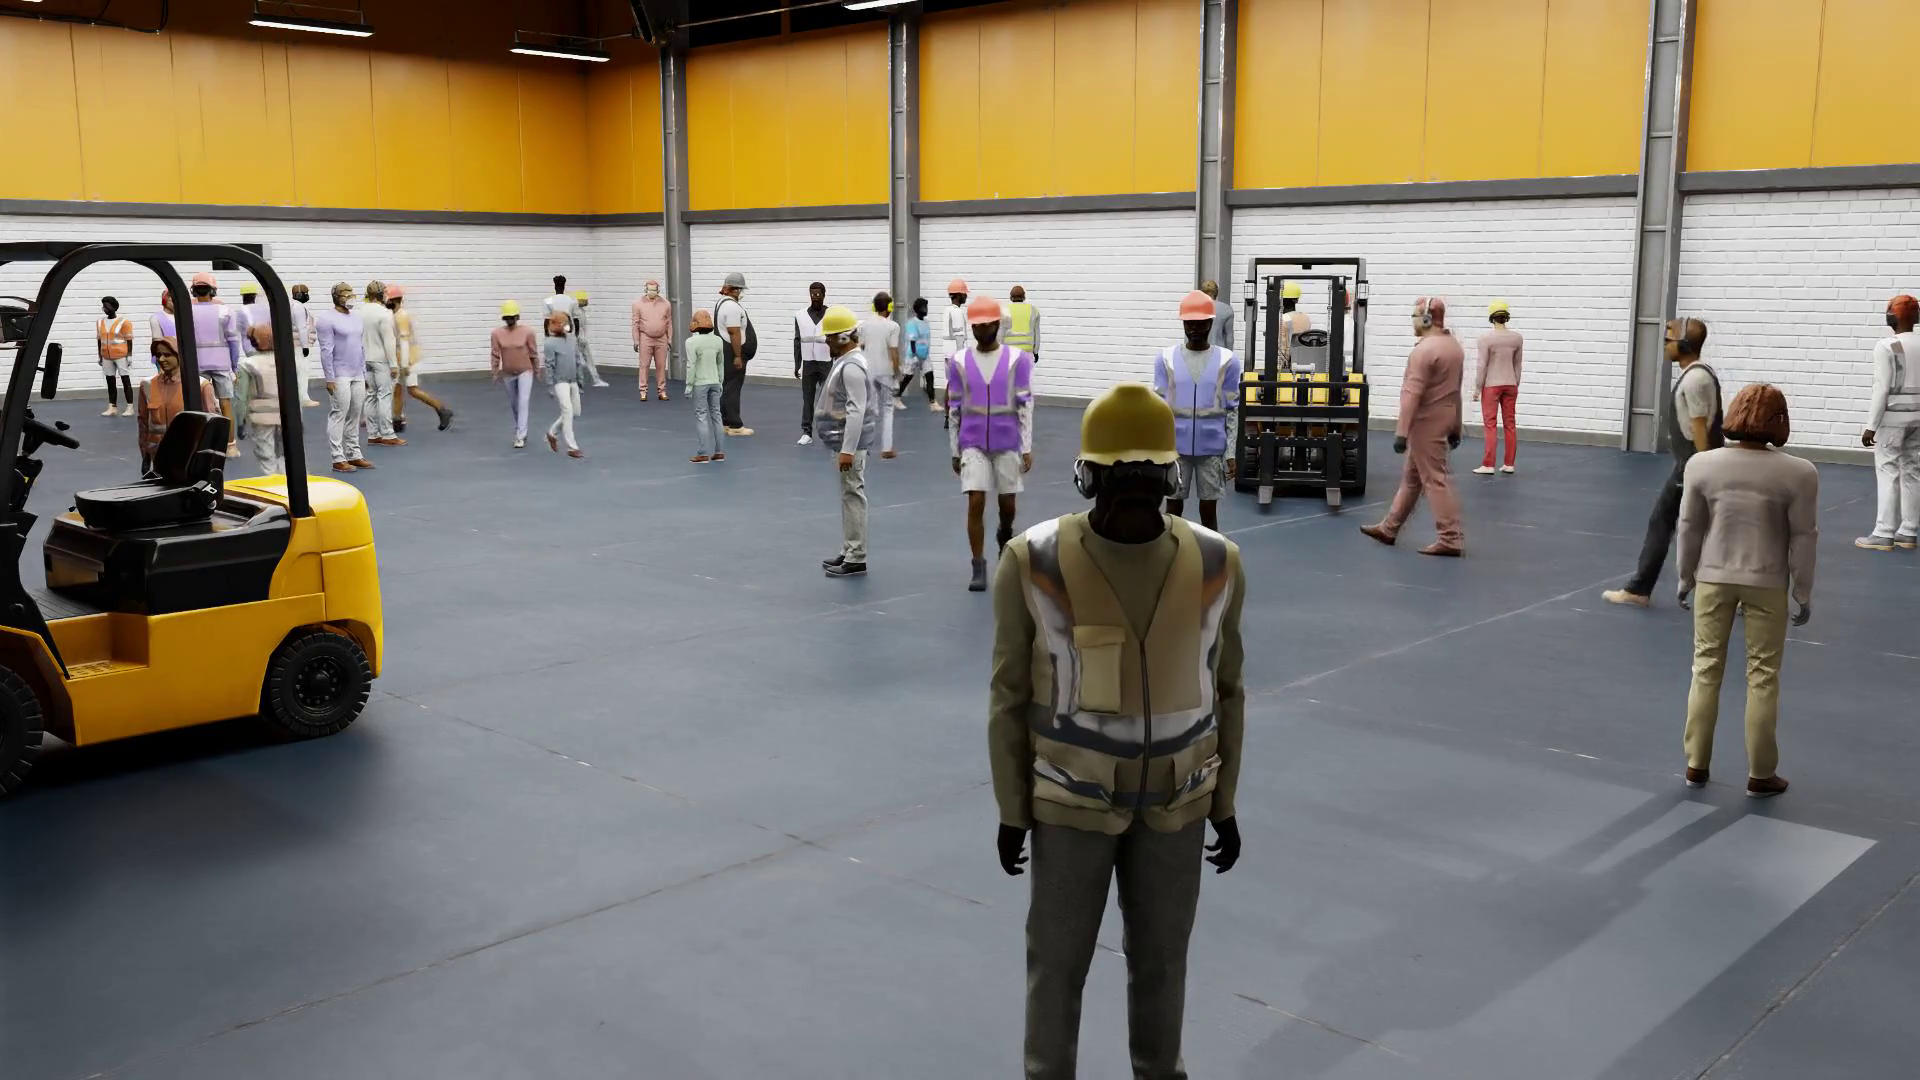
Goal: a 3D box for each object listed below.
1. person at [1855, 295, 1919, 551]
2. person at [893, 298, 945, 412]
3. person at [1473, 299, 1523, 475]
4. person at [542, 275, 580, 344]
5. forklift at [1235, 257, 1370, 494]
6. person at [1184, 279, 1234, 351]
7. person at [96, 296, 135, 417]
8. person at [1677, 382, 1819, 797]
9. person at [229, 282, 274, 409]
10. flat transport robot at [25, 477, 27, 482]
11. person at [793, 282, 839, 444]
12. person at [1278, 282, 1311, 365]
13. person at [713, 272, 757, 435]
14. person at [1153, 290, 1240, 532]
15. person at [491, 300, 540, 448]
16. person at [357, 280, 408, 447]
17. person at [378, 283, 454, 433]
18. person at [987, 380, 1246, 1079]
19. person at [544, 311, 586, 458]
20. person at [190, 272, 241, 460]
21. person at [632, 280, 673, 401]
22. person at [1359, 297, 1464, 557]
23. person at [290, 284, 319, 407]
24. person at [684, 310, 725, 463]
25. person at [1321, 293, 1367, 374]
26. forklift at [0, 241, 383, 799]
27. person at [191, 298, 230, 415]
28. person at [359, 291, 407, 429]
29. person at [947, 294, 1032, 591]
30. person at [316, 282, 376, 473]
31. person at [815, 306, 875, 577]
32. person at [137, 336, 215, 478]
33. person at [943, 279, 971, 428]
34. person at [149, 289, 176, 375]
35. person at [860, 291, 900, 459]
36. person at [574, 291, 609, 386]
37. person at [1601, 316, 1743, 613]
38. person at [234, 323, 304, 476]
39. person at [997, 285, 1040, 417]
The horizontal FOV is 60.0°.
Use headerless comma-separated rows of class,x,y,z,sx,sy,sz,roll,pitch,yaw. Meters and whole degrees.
person,6.914,-0.859,12.266,0.577,1.881,0.349,-3,10,-19
person,-0.645,-2.691,24.212,0.870,1.654,0.532,6,11,32
person,5.414,-1.536,16.780,0.526,1.765,0.329,-3,10,-17
person,-6.696,-3.460,27.952,0.607,1.966,0.367,-4,10,-21
forklift,3.309,-1.629,16.029,1.214,2.155,2.313,2,9,11
person,3.150,-2.323,21.081,0.629,1.937,0.379,1,9,7
person,-11.832,-2.566,23.292,0.540,1.697,0.317,1,9,8
person,3.095,0.193,6.573,0.508,1.632,0.265,7,12,38
person,-10.219,-2.802,24.197,0.970,1.885,0.587,3,10,19
flat transport robot,-9.606,-0.700,16.213,0.652,0.197,1.431,-7,12,-38
person,-1.675,-2.087,19.680,0.587,1.920,0.390,1,9,6
person,3.579,-1.842,18.146,0.364,1.930,0.588,9,13,42
person,-2.809,-2.336,20.837,0.536,2.000,0.682,-4,10,-22
person,1.457,-0.573,10.339,0.542,1.938,0.358,1,9,9
person,-5.197,-1.956,19.494,0.532,1.717,0.882,0,9,0
person,-6.765,-2.049,19.384,0.627,1.941,0.371,7,12,36
person,-6.901,-2.283,20.980,0.853,1.906,0.557,-4,10,-26
person,0.356,0.564,3.692,0.588,1.833,0.404,-2,9,-10
person,-4.381,-1.722,18.362,0.645,1.614,0.531,4,10,25
person,-8.117,-1.869,17.999,0.605,2.034,0.390,-3,10,-20
person,-4.809,-3.122,26.090,0.651,1.898,0.401,-4,10,-24
person,3.328,-0.831,12.160,0.894,1.863,0.672,7,12,36
person,-9.935,-2.936,25.125,0.429,1.842,0.633,-6,11,-32
person,-2.734,-1.639,17.805,0.268,1.632,0.506,8,12,41
person,4.181,-1.831,18.385,0.572,1.836,0.970,-6,11,-32
forklift,-3.706,-0.171,7.093,1.214,2.155,2.313,9,13,43
person,-10.624,-2.743,23.475,0.616,1.990,0.393,-8,12,-40
person,-7.491,-2.335,21.486,0.528,1.832,0.926,-9,13,-42
person,0.196,-0.645,10.856,0.557,1.916,0.656,1,9,5
person,-6.285,-1.665,17.036,0.372,1.940,0.630,3,10,17
person,-0.775,-0.662,11.238,0.403,1.822,0.589,-1,9,-6
person,-5.117,-0.516,10.902,0.520,1.640,0.307,0,9,2
person,-0.032,-2.382,21.435,0.362,1.938,0.545,-3,10,-18
person,-9.411,-2.071,19.829,0.383,1.838,0.563,1,9,5
person,-0.919,-1.762,17.954,0.553,1.835,0.698,4,10,24
person,-6.684,-3.523,29.172,0.911,1.696,0.503,-1,9,-5
person,4.471,-0.444,10.007,0.969,1.798,0.521,6,11,32
person,-5.638,-0.948,13.568,0.373,1.623,0.543,8,12,40
person,0.810,-2.636,23.290,0.633,1.839,0.429,-2,9,-12
